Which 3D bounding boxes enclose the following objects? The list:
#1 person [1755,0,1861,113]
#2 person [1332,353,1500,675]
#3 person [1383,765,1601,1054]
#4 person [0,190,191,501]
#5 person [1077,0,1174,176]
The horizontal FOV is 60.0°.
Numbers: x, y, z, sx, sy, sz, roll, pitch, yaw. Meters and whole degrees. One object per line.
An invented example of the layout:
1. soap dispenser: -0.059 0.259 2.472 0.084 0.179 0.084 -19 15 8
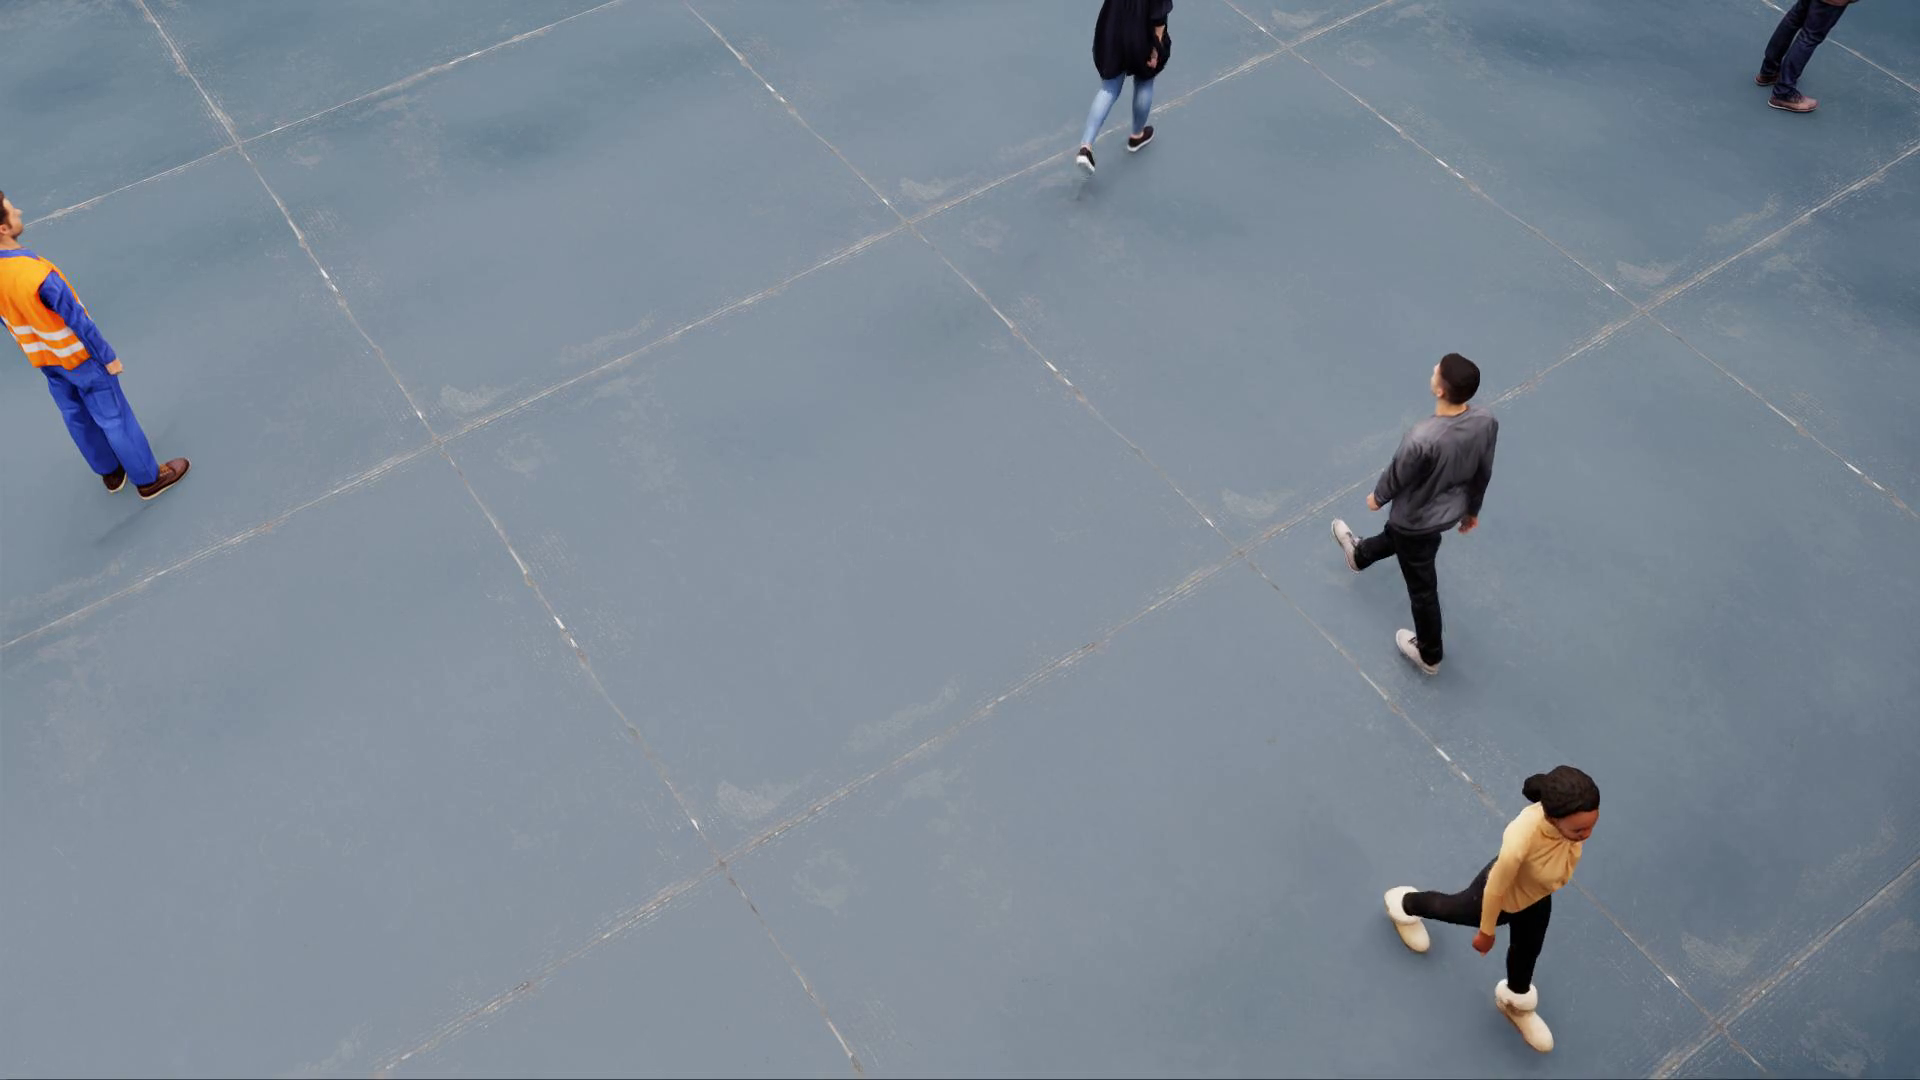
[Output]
1. person: 5.225 -3.432 9.901 0.935 1.848 0.838 0 52 0
2. person: 2.115 -0.054 7.375 0.697 1.706 1.157 -23 56 -17
3. person: 2.042 1.288 6.390 0.611 1.620 1.084 -29 58 -20
4. person: -4.270 -0.904 7.935 0.754 1.861 0.856 16 54 12
5. person: 0.929 -2.818 9.543 1.033 1.662 0.932 27 57 19
